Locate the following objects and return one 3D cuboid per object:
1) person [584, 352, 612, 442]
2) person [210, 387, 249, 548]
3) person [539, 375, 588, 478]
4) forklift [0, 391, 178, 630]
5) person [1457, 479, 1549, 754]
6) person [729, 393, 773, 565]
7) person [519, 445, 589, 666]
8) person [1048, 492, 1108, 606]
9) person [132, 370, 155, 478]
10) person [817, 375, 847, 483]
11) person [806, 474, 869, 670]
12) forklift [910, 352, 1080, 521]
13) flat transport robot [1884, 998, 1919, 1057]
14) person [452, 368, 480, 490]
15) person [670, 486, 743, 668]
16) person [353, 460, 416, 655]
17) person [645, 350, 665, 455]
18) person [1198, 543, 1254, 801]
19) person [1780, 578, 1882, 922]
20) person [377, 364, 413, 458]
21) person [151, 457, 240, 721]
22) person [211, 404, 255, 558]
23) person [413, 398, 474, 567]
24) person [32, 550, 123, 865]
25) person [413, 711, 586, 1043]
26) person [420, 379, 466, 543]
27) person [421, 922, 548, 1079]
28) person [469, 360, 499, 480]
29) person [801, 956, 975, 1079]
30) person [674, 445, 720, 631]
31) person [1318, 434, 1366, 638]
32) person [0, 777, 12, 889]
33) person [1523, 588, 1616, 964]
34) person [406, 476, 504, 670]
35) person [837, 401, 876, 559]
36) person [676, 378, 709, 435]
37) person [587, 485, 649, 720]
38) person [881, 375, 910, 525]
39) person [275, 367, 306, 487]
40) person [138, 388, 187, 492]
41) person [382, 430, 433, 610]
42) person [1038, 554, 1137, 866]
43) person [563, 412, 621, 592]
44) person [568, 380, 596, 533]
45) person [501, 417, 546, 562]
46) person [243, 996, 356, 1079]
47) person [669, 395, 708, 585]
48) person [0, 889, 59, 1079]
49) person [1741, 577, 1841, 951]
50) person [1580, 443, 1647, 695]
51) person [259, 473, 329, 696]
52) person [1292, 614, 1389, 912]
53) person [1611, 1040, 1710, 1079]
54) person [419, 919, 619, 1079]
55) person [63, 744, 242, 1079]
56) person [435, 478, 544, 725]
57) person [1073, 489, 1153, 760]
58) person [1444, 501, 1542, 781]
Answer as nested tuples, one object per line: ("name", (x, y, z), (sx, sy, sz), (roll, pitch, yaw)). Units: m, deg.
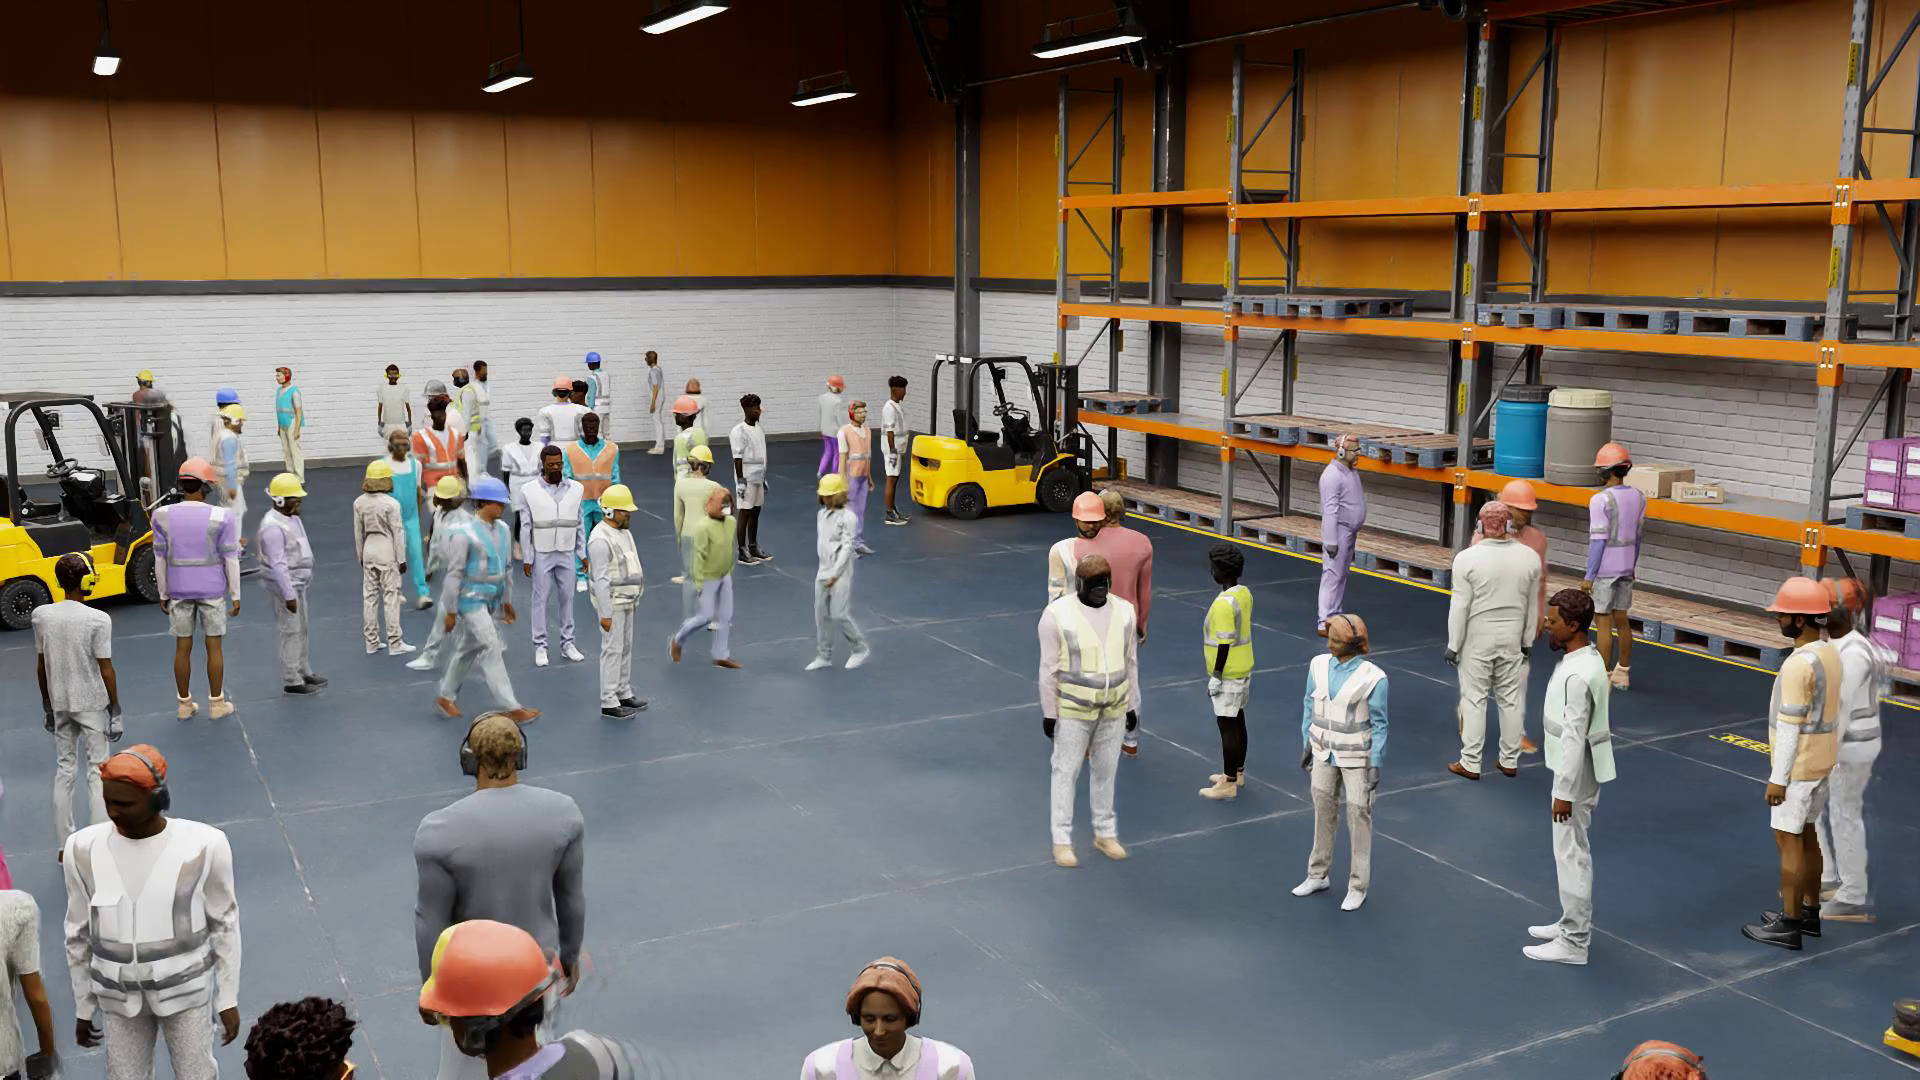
("person", (-5.982, -2.138, 27.473), (0.416, 1.939, 0.604), (3, 10, 18))
("person", (-8.869, -0.878, 20.182), (0.404, 1.945, 0.614), (-3, 10, -16))
("person", (-4.942, -1.040, 20.841), (0.605, 2.045, 0.385), (-2, 10, -12))
("forklift", (-9.026, -0.363, 16.508), (1.214, 2.155, 2.313), (6, 11, 29))
("person", (3.928, 0.535, 11.961), (0.644, 1.980, 0.505), (-3, 10, -16))
("person", (-2.399, -0.706, 19.139), (0.367, 1.966, 0.606), (4, 11, 21))
("person", (-3.542, 0.121, 14.514), (0.587, 1.920, 0.391), (-6, 12, -33))
("person", (0.885, 0.621, 11.584), (0.545, 1.938, 0.358), (-2, 10, -12))
("person", (-12.522, -1.731, 25.645), (0.523, 1.760, 0.327), (7, 12, 36))
("person", (-1.958, -1.668, 25.422), (0.546, 1.711, 0.609), (-8, 13, -40))
("person", (-1.020, 0.277, 14.206), (0.501, 1.719, 0.494), (-10, 14, -44))
("forklift", (0.460, -1.461, 22.833), (2.313, 2.155, 1.214), (-5, 11, -28))
("flat transport robot", (4.867, 2.223, 7.154), (0.652, 0.197, 1.431), (-9, 14, -43))
("person", (-7.461, -1.672, 25.104), (0.429, 1.832, 0.635), (-3, 10, -18))
("person", (-2.172, 0.316, 14.289), (0.569, 1.608, 0.532), (5, 11, 28))
("person", (-5.142, 0.154, 14.829), (0.493, 1.743, 0.296), (4, 10, 19))
("person", (-5.395, -2.430, 29.424), (0.345, 1.842, 0.505), (0, 10, -1))
("person", (1.754, 0.860, 10.912), (0.319, 1.693, 0.532), (4, 11, 23))
("person", (4.667, 1.122, 8.915), (0.548, 1.864, 0.614), (3, 10, 15))
("person", (-8.723, -1.784, 25.666), (0.510, 1.860, 0.333), (-3, 10, -19))
("person", (-5.809, 0.382, 12.720), (0.607, 2.029, 0.405), (-2, 10, -9))
("person", (-8.565, -0.682, 19.475), (0.549, 1.803, 0.657), (-5, 11, -29))
("person", (-5.855, -0.646, 18.855), (0.402, 1.951, 0.653), (7, 12, 36))
("person", (-5.128, 0.988, 9.708), (0.510, 1.861, 0.324), (1, 10, 8))
("person", (-1.676, 1.578, 6.119), (0.641, 1.927, 0.386), (-8, 12, -37))
("person", (-6.366, -0.946, 20.311), (0.687, 2.000, 0.535), (8, 13, 39))
("person", (-1.321, 1.905, 4.711), (0.522, 1.761, 0.327), (8, 13, 39))
("person", (-7.488, -1.861, 25.992), (0.436, 1.895, 0.621), (2, 10, 14))
("person", (-0.204, 1.963, 4.716), (0.525, 1.639, 0.307), (0, 10, -2))
("person", (-2.457, -0.018, 15.783), (0.524, 1.759, 0.337), (5, 11, 25))
("person", (3.561, -0.037, 15.464), (0.402, 1.906, 0.652), (5, 11, 28))
("person", (-5.004, 1.325, 8.431), (0.274, 1.627, 0.503), (-5, 11, -29))
("person", (3.108, 1.189, 8.414), (0.391, 1.911, 0.585), (3, 10, 18))
("person", (-4.376, 0.258, 14.417), (0.926, 1.677, 0.531), (-9, 13, -42))
("person", (-1.231, -0.720, 19.566), (0.390, 1.847, 0.563), (6, 11, 30))
("person", (-4.164, -1.736, 26.127), (0.497, 1.601, 0.747), (-6, 12, -32))
("person", (-2.637, 0.474, 12.791), (0.403, 1.817, 0.601), (1, 10, 6))
("person", (-0.854, -1.194, 21.958), (0.368, 1.964, 0.603), (1, 10, 4))
("person", (-10.174, -1.708, 25.255), (0.570, 1.845, 0.380), (8, 13, 39))
("person", (-9.359, -0.824, 19.605), (0.635, 2.000, 0.738), (0, 10, -2))
("person", (-5.583, -0.194, 16.660), (0.509, 1.794, 0.962), (-6, 12, -32))
("person", (0.764, 0.987, 9.755), (0.632, 1.841, 0.429), (-4, 11, -21))
("person", (-3.881, -0.405, 17.591), (0.586, 1.910, 0.396), (-4, 11, -20))
("person", (-4.802, -1.056, 21.157), (0.361, 1.965, 0.613), (-4, 11, -23))
("person", (-4.995, -0.579, 19.215), (0.538, 1.682, 0.432), (-6, 12, -32))
("person", (-1.436, 1.972, 3.721), (0.609, 1.965, 0.369), (0, 10, 0))
("person", (-2.932, -0.537, 17.937), (0.368, 2.048, 0.607), (2, 10, 13))
("person", (-3.245, 1.739, 5.434), (0.486, 1.842, 0.515), (-8, 13, -38))
("person", (4.313, 1.146, 8.606), (0.388, 1.929, 0.539), (9, 13, 41))
("person", (5.268, 0.232, 13.527), (0.613, 2.039, 0.393), (-6, 12, -32))
("person", (-5.415, 0.360, 13.418), (0.407, 1.822, 0.618), (-1, 10, -8))
("person", (2.093, 1.202, 9.106), (0.313, 1.638, 0.513), (-9, 13, -42))
("person", (1.474, 2.039, 3.661), (0.582, 1.858, 0.829), (3, 10, 14))
("person", (-1.151, 1.882, 4.120), (0.967, 2.003, 0.621), (5, 11, 27))
("person", (-2.859, 1.631, 5.918), (0.575, 1.885, 0.361), (-1, 10, -7))
("person", (-3.670, 0.470, 12.609), (0.941, 1.900, 0.611), (3, 10, 14))
("person", (1.047, 0.604, 11.680), (0.631, 1.938, 0.362), (-4, 11, -21))
("person", (3.600, 0.682, 11.331), (0.650, 1.904, 0.401), (-2, 10, -11))
